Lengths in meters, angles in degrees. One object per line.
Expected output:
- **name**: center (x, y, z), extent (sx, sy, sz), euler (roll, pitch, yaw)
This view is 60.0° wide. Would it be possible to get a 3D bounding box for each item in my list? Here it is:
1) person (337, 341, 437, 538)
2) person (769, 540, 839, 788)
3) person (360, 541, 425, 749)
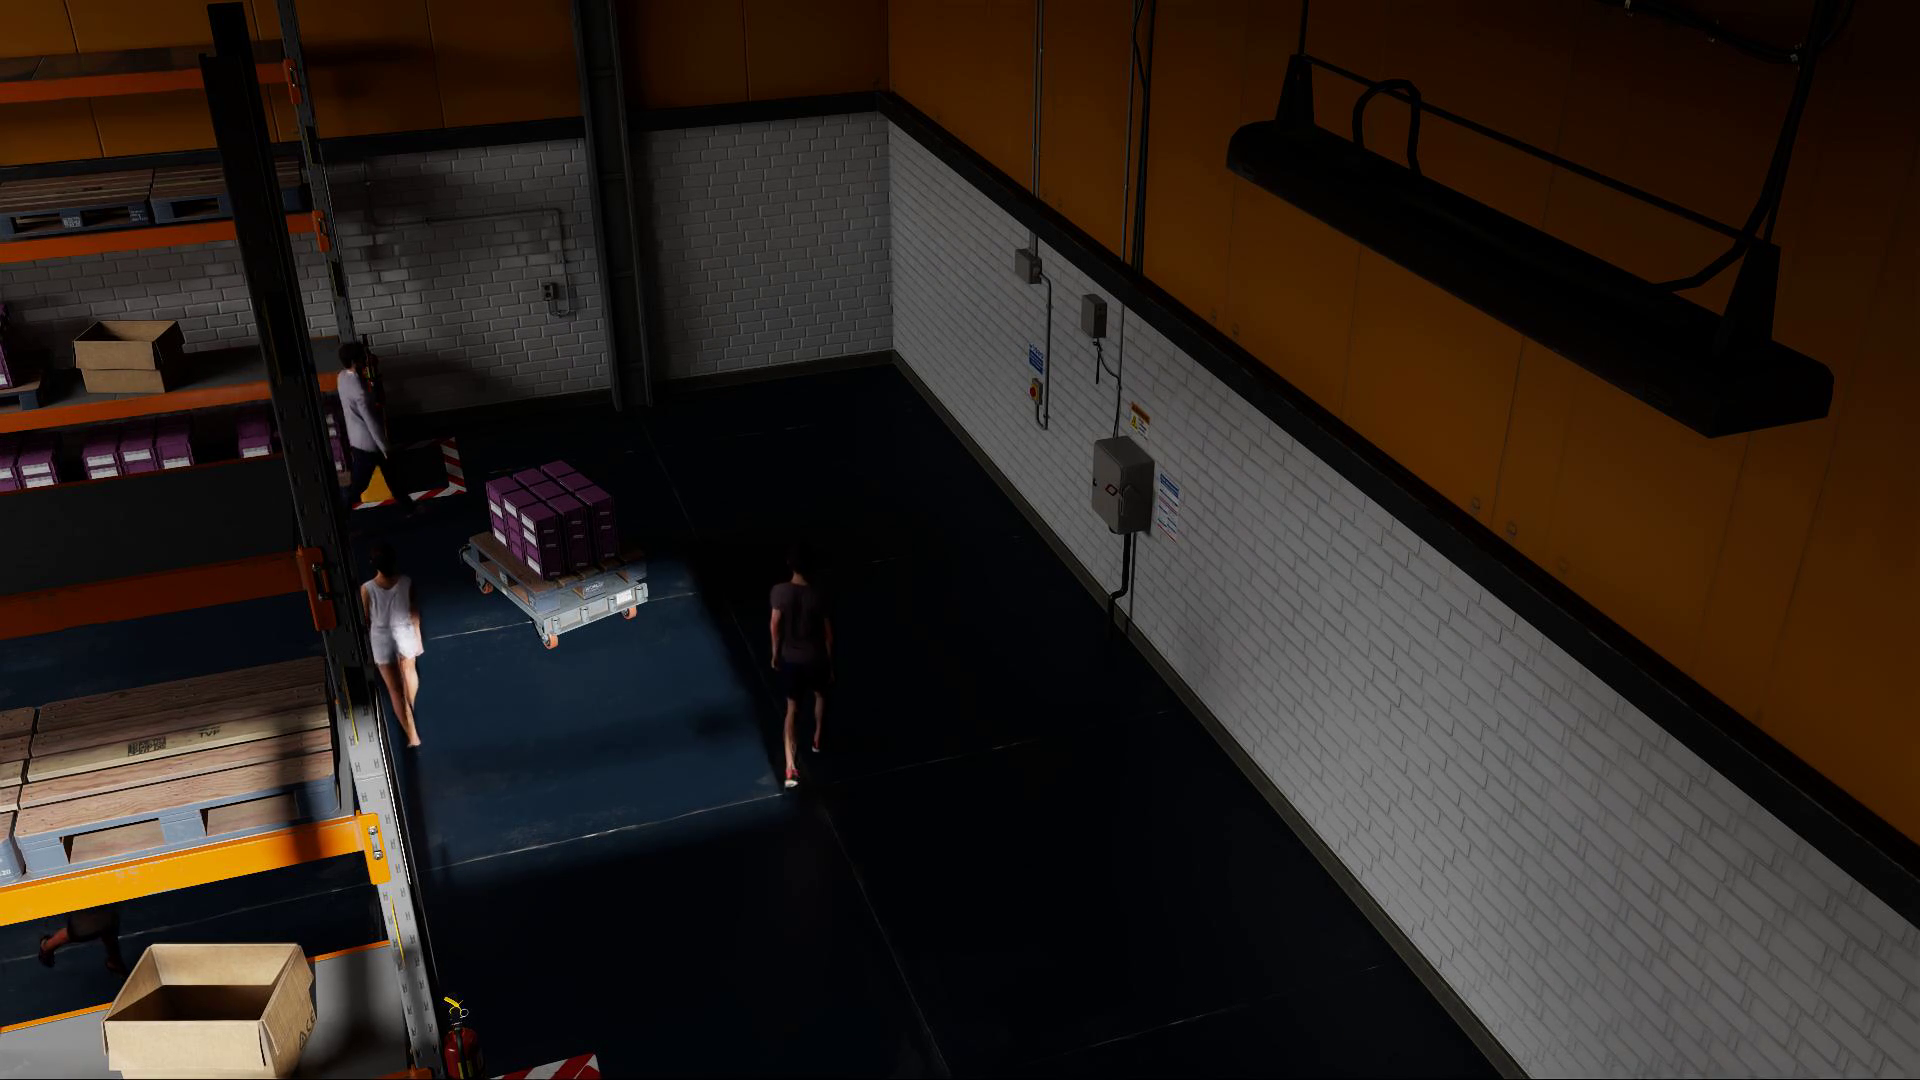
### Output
- **person**: center (-5.377, -0.852, 14.811), extent (1.276, 1.805, 0.881), euler (-17, 33, -28)
- **person**: center (-1.103, 0.892, 11.598), extent (1.192, 1.820, 1.075), euler (4, 29, 6)
- **person**: center (-4.089, 0.780, 12.057), extent (1.029, 1.578, 0.787), euler (-16, 33, -27)
